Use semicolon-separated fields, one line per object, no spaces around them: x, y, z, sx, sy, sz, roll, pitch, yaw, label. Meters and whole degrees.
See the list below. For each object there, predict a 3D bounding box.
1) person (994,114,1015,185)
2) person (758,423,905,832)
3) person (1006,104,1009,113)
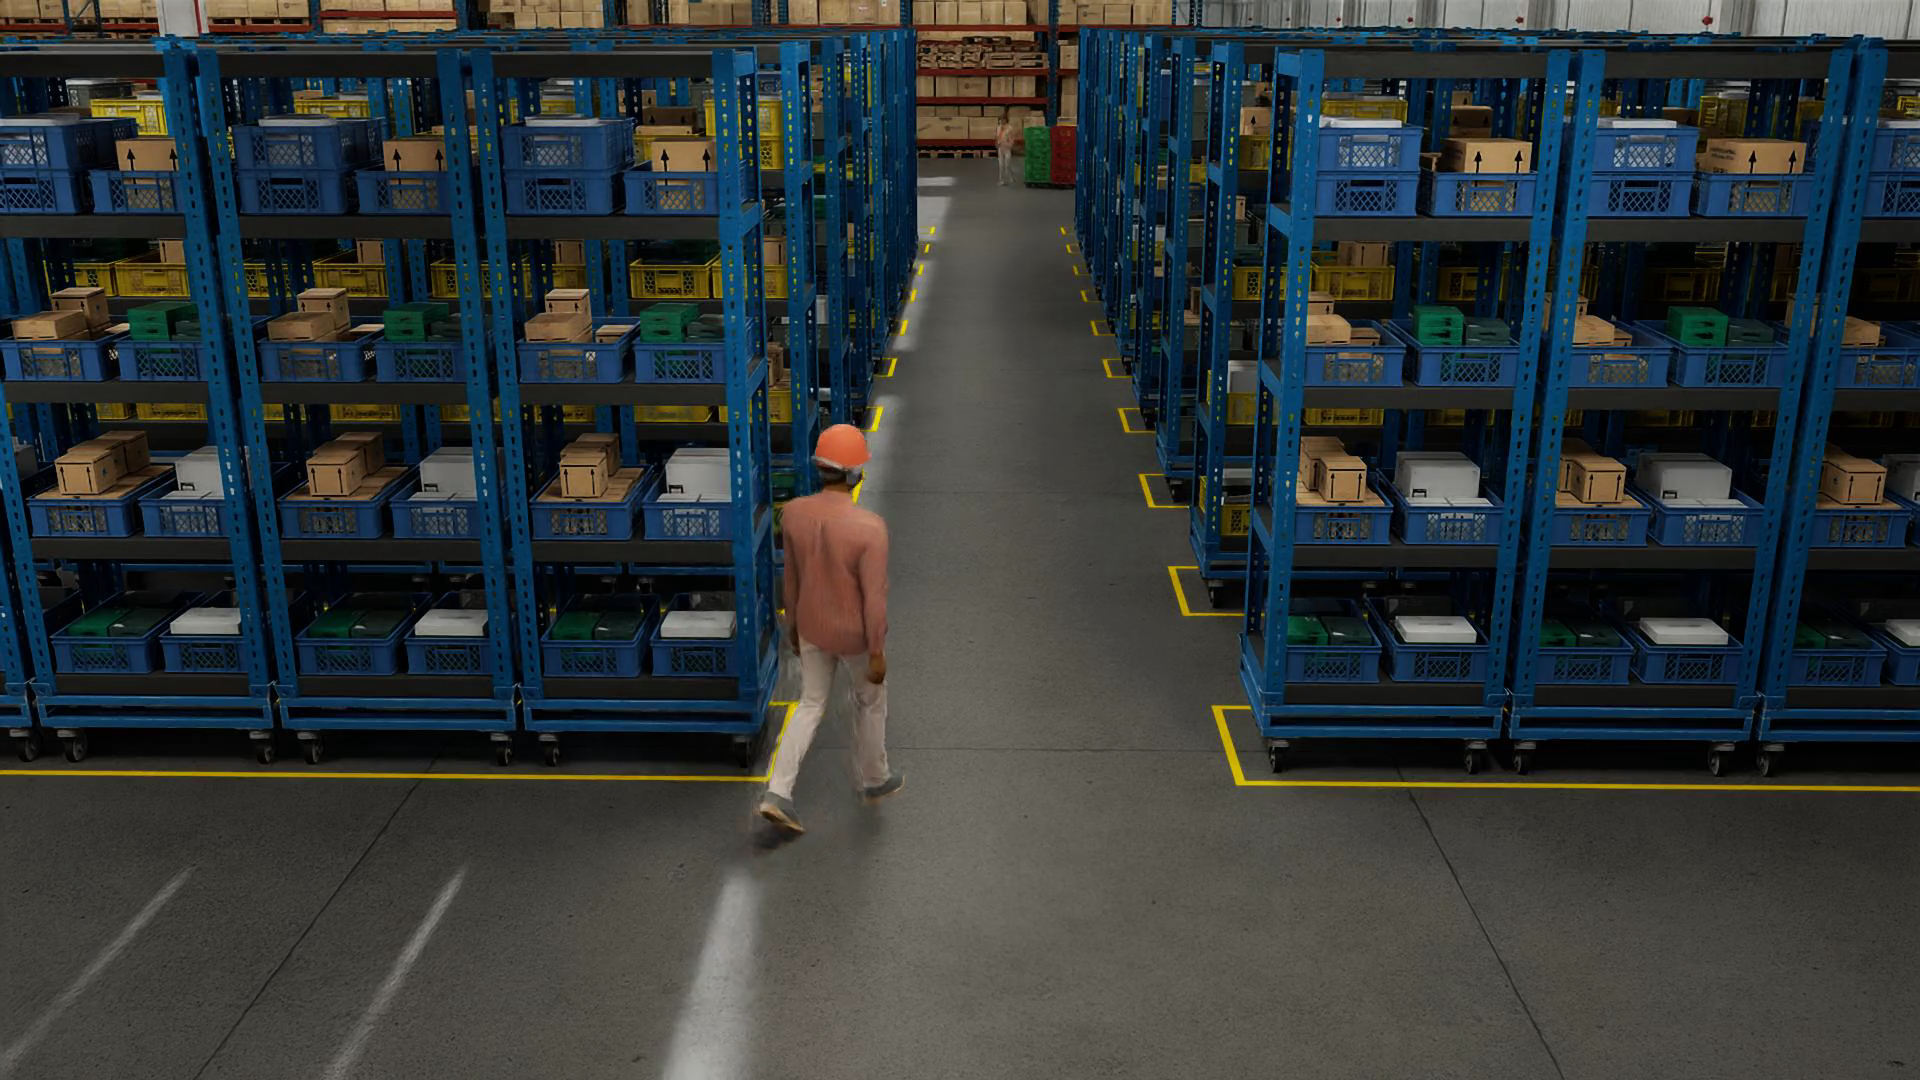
1.037;-9.027;38.456;0.543;1.623;0.409;15;23;39;person
-0.608;0.422;7.806;0.617;1.968;0.917;11;20;30;person
1.374;-12.758;50.046;0.508;1.822;0.594;-3;18;-10;person
